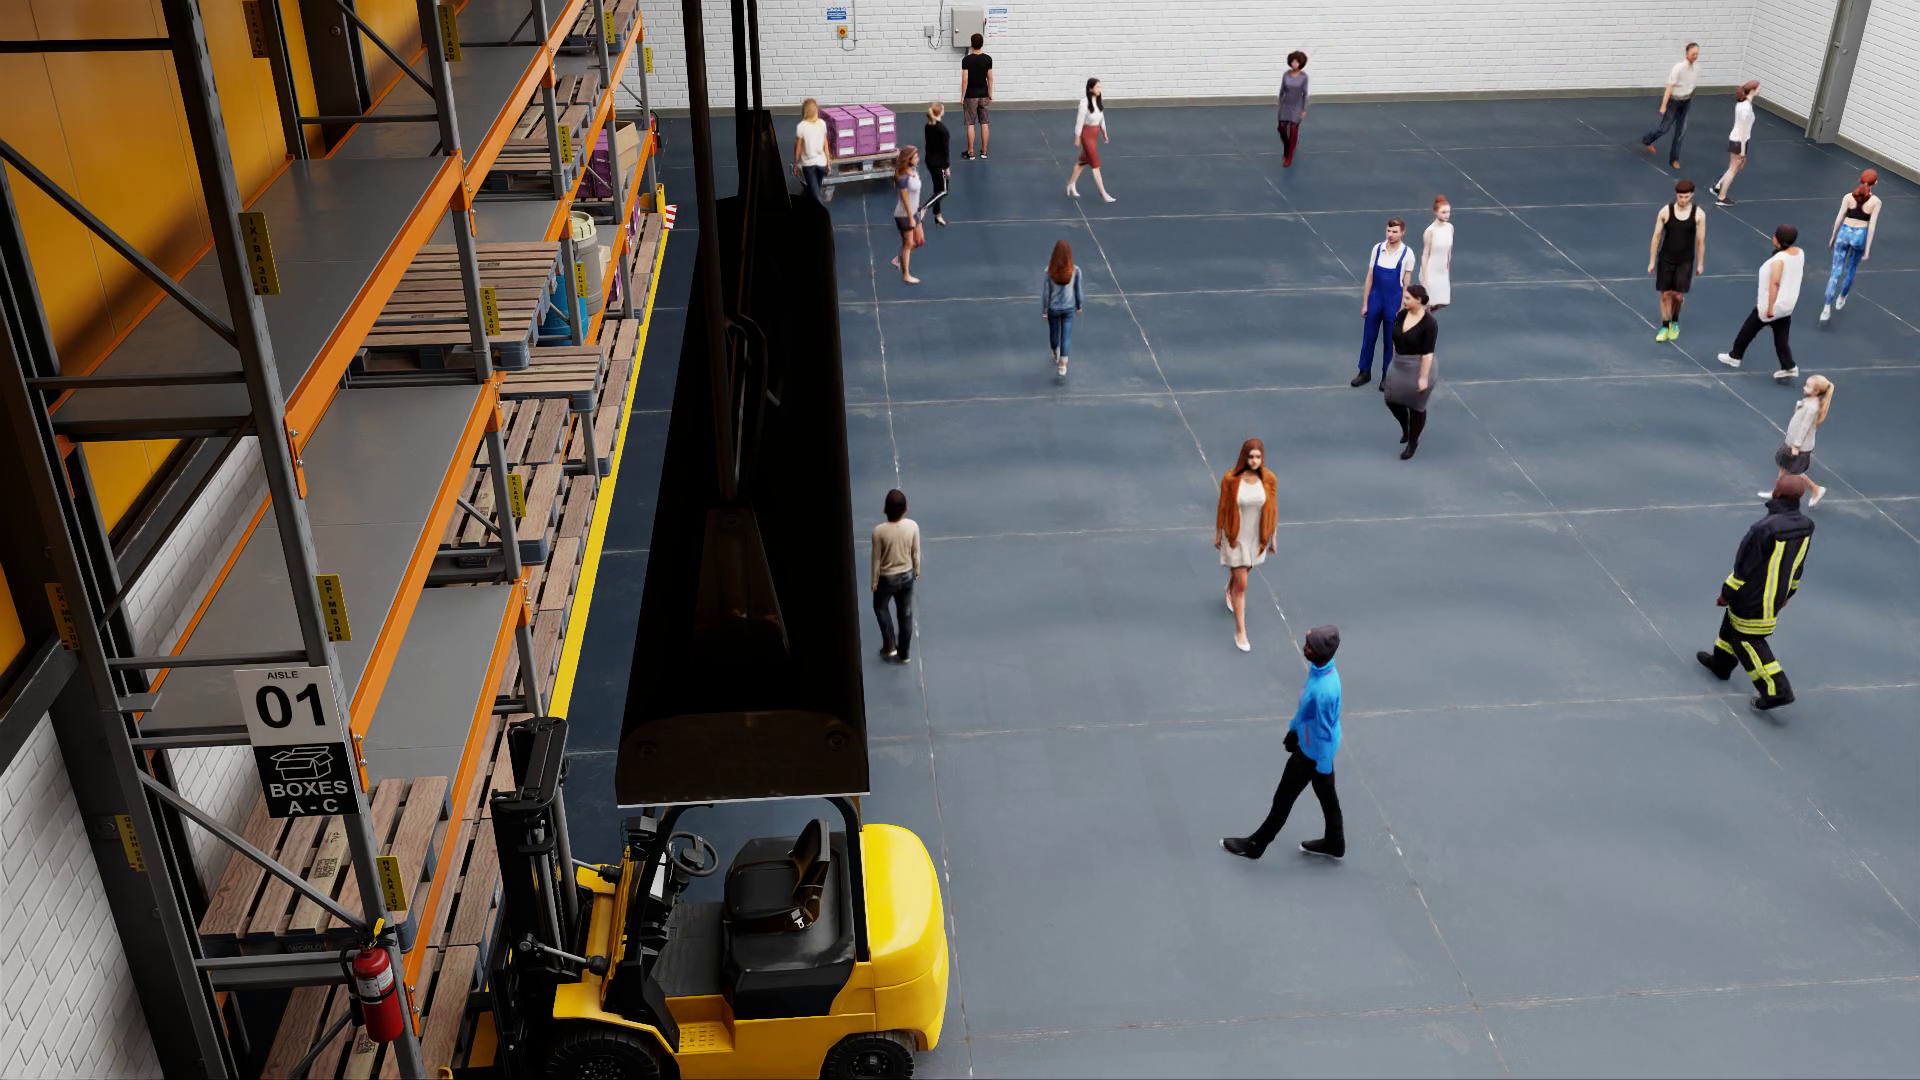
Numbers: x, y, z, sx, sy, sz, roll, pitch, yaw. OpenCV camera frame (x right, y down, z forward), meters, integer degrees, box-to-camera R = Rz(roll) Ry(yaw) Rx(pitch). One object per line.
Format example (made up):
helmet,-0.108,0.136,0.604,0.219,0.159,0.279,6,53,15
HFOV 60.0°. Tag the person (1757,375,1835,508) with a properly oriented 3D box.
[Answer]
person,7.669,-0.881,15.066,0.746,1.265,0.773,10,30,18

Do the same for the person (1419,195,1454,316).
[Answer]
person,5.139,-2.924,18.270,0.722,1.782,0.801,-14,32,-24

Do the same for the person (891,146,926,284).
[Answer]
person,-0.720,-3.953,20.231,0.806,1.712,0.747,11,30,19

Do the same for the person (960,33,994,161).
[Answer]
person,0.247,-6.707,25.124,0.745,1.862,0.679,-10,30,-18

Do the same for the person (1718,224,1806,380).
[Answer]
person,8.685,-2.491,17.611,0.955,1.654,1.206,-15,32,-26

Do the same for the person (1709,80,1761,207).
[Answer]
person,10.675,-5.483,23.005,0.742,1.741,0.663,6,29,10

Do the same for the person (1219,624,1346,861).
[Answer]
person,2.337,1.332,10.485,0.872,1.765,1.050,5,29,8

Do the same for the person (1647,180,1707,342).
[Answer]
person,8.017,-3.141,18.585,0.880,1.862,0.917,14,32,24

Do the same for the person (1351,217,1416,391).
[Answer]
person,4.459,-2.489,17.403,0.724,1.850,0.753,15,32,26

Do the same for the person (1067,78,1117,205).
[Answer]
person,1.738,-5.550,23.172,1.124,1.699,1.084,21,35,33

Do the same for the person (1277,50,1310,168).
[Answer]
person,4.973,-6.439,24.800,0.750,1.700,0.805,13,31,23

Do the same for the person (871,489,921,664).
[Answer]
person,-0.473,0.323,12.662,0.620,1.452,0.600,-10,30,-18

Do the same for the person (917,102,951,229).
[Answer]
person,-0.356,-4.930,22.039,0.912,1.696,0.891,-20,35,-33

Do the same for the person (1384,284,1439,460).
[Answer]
person,4.387,-1.623,15.929,0.911,1.741,0.827,-22,35,-34

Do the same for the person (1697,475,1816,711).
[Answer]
person,5.923,0.395,12.170,1.036,1.797,1.284,-14,32,-24

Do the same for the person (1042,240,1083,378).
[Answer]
person,1.089,-2.442,17.727,0.645,1.456,1.013,0,29,1

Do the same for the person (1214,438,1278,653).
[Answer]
person,2.232,-0.058,13.118,0.631,1.685,1.106,-3,29,-6

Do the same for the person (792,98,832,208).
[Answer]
person,-1.866,-4.840,21.807,0.996,1.760,1.242,-19,34,-30

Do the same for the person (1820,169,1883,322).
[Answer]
person,10.166,-3.326,19.052,1.105,1.740,1.250,18,33,29

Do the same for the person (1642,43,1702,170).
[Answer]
person,10.647,-6.514,24.820,0.834,1.814,1.194,-9,30,-16
